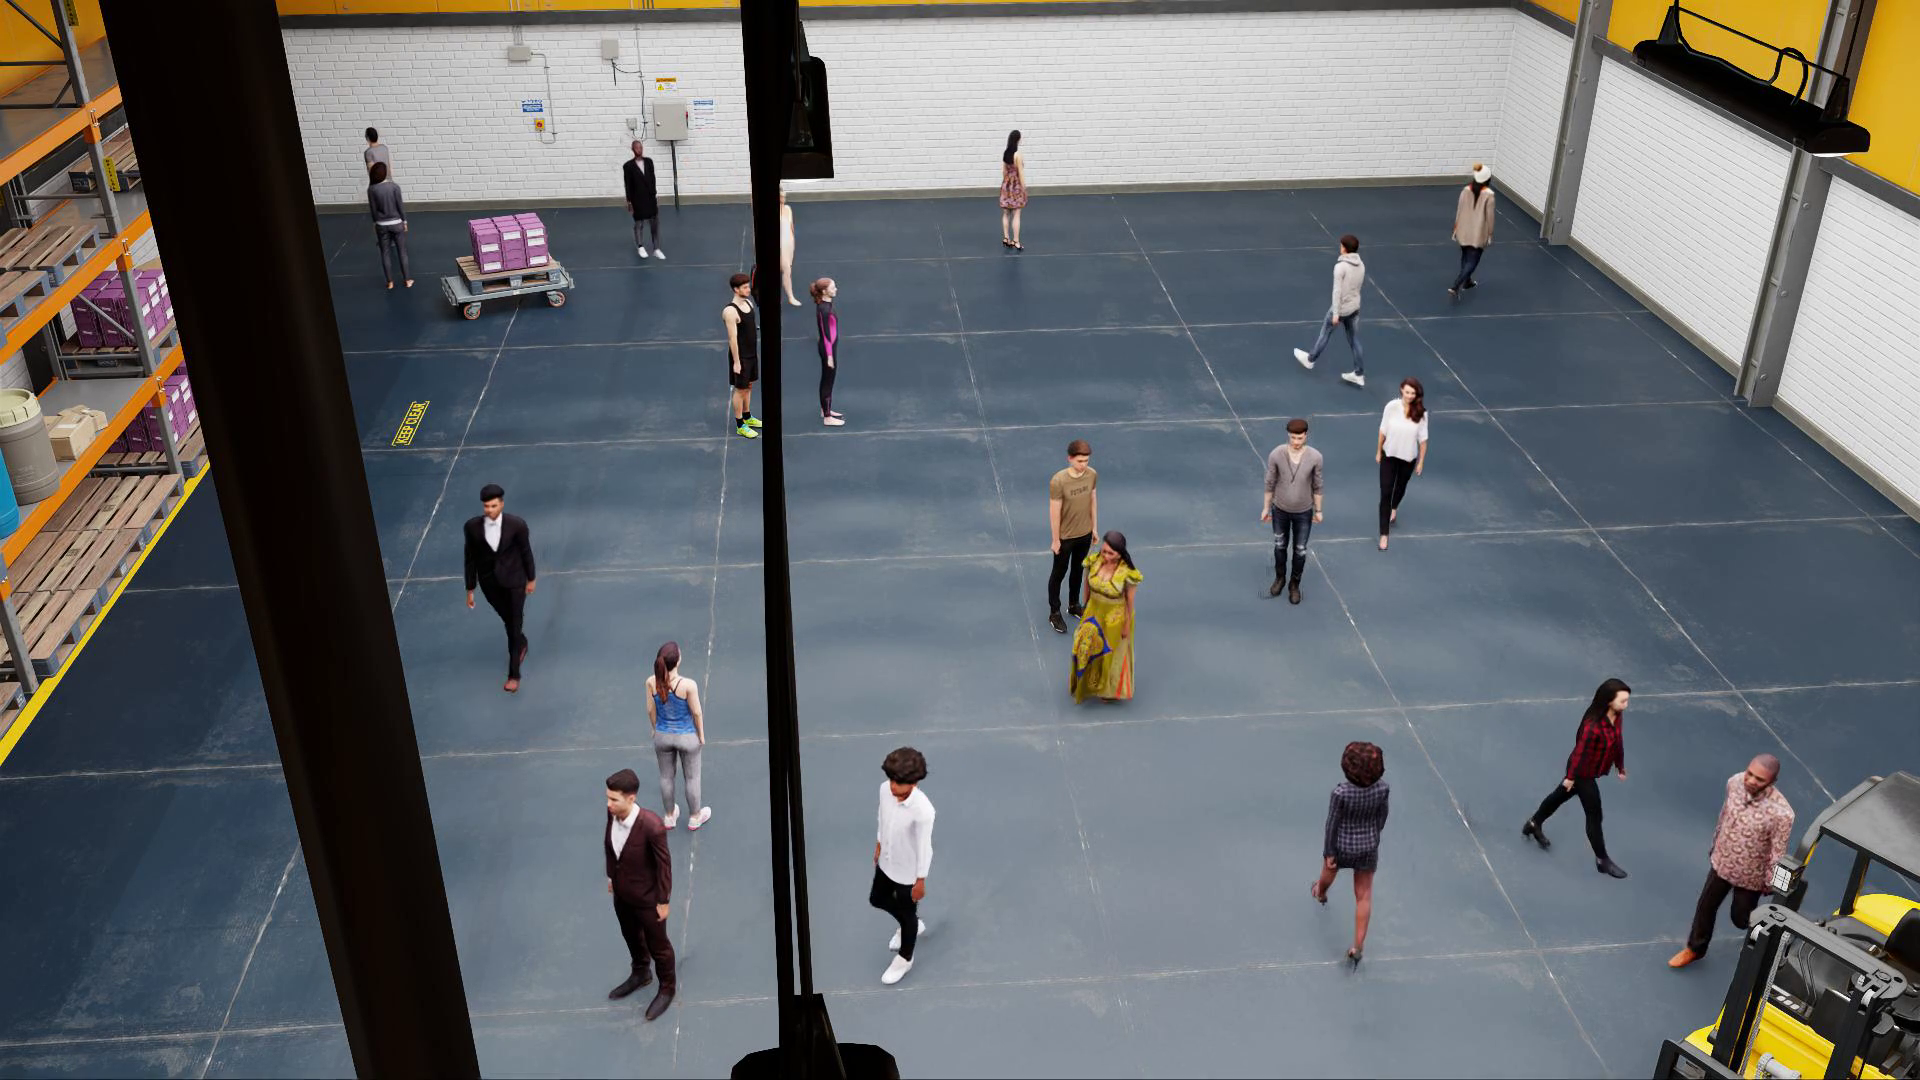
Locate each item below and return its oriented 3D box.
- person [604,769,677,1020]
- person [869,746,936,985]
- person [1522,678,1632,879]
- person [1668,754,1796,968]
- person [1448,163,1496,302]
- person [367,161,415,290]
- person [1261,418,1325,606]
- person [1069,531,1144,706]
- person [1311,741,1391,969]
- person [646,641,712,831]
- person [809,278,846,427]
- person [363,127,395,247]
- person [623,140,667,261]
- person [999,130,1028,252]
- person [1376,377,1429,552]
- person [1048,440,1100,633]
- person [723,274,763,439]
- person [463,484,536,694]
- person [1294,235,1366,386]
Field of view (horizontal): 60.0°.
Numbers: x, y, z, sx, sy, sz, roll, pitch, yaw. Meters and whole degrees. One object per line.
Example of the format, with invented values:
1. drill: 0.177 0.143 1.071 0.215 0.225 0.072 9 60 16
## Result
1. person: -2.088 2.261 10.818 0.772 1.864 0.811 19 34 30
2. person: -0.349 2.118 11.145 0.924 1.801 0.860 -24 37 -37
3. person: 4.495 1.662 12.183 1.101 1.607 1.024 23 36 35
4. person: 5.296 2.146 11.121 0.949 1.776 1.059 -11 30 -19
5. person: 6.929 -4.181 22.629 1.179 1.862 1.194 -23 36 -35
6. person: -7.919 -4.376 23.089 0.637 1.764 0.557 -7 29 -12
7. person: 3.116 -0.315 15.520 0.828 1.882 0.838 8 30 15
8. person: 1.288 0.614 14.063 0.953 1.647 1.033 14 31 23
9. person: 2.694 2.151 11.248 0.629 1.645 1.048 -2 29 -3
10. person: -2.137 1.474 12.527 0.615 1.608 0.595 4 29 8
11. person: -1.521 -2.182 19.079 0.624 1.752 0.494 -4 29 -7
12. person: -8.594 -5.268 24.734 0.771 1.754 0.656 12 31 20
13. person: -4.655 -4.962 24.187 0.892 1.742 0.989 -18 33 -29
14. person: 0.787 -5.151 24.497 0.862 1.777 0.788 -22 36 -35
15. person: 4.392 -0.822 16.603 0.856 1.735 1.216 6 29 12
16. person: 1.018 -0.074 15.113 0.746 1.849 0.736 -17 33 -28
17. person: -2.448 -2.107 18.796 0.831 1.892 0.658 8 30 14
18. person: -3.936 0.326 14.398 0.813 1.833 1.198 1 29 3
19. person: 4.706 -2.722 20.025 1.118 1.795 1.323 -22 35 -34
